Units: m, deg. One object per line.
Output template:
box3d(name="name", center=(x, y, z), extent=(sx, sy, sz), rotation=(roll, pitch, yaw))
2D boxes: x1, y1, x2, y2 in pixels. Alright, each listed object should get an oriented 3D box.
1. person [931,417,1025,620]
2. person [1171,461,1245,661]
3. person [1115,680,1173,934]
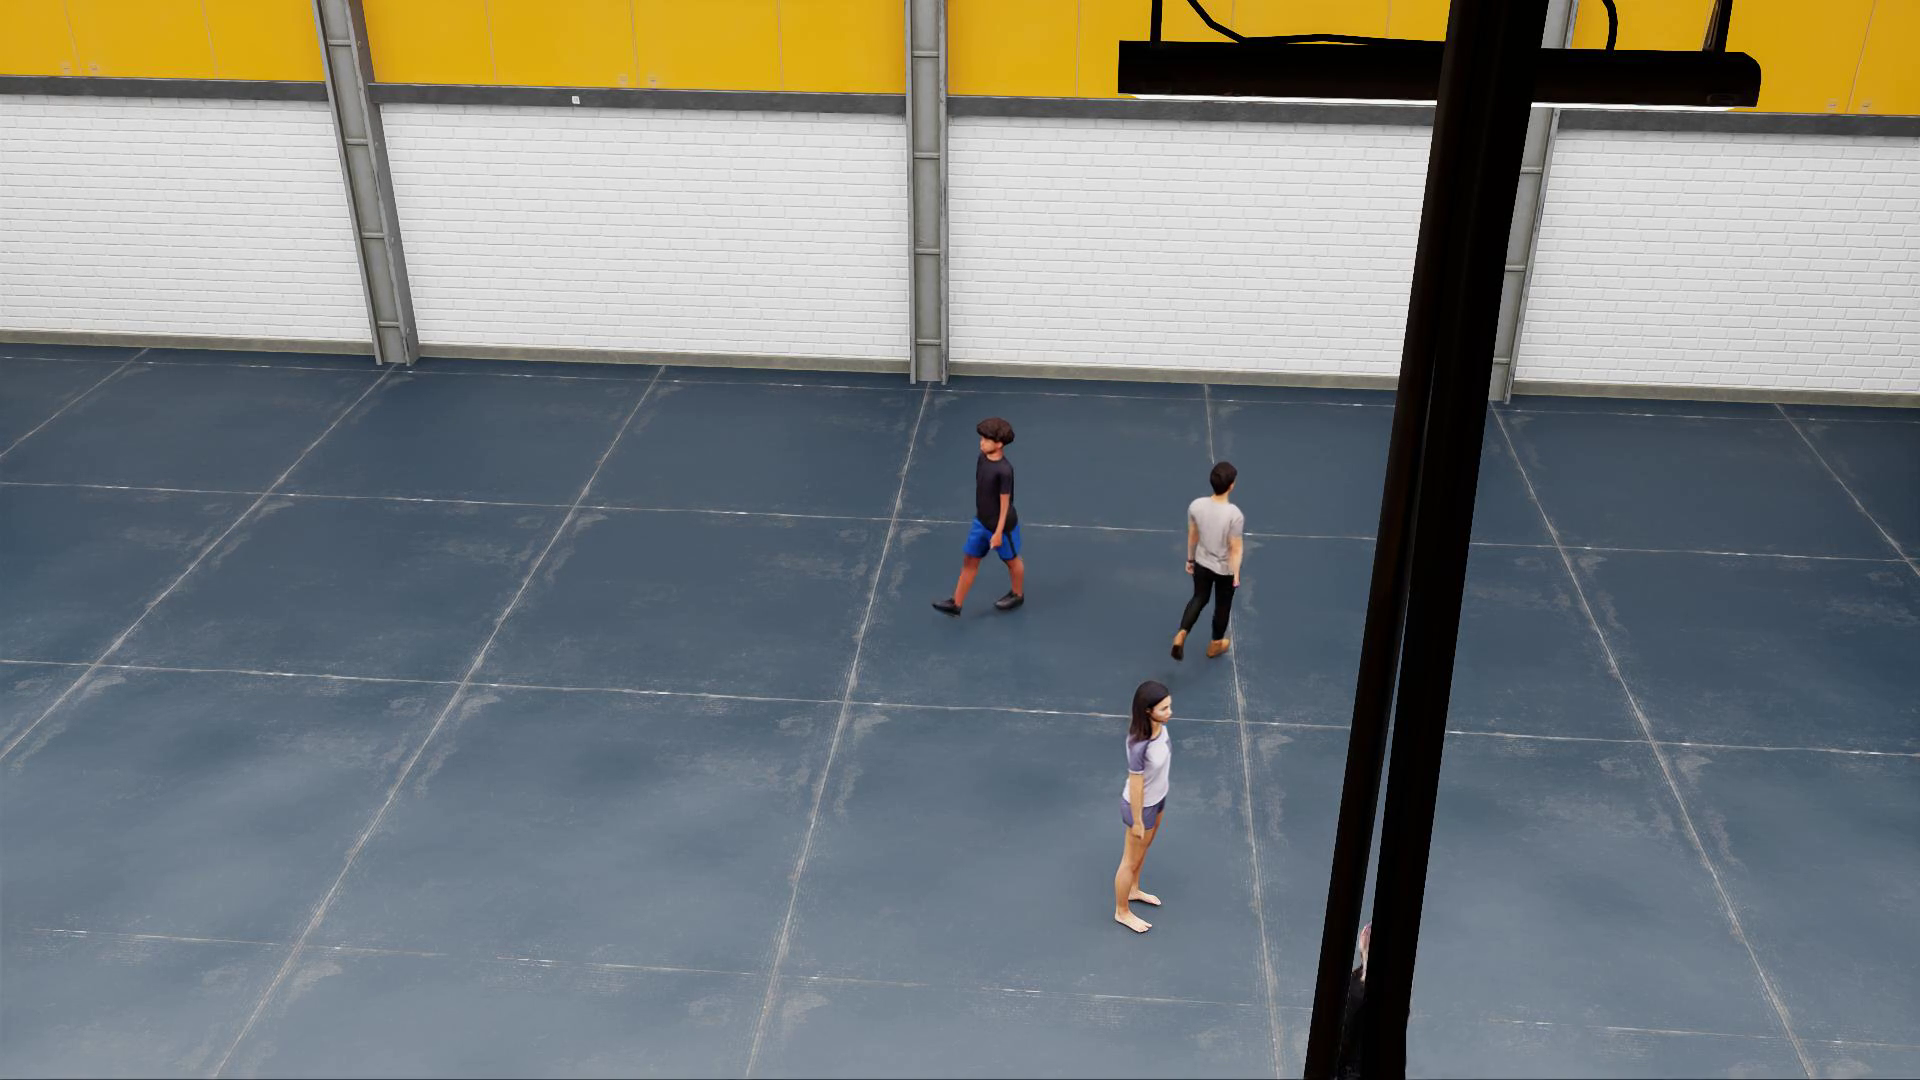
box3d(name="person", center=(0.363, -0.173, 13.457), extent=(1.168, 1.760, 1.048), rotation=(-18, 33, -29))
box3d(name="person", center=(1.918, 0.218, 12.796), extent=(0.951, 1.705, 0.939), rotation=(20, 35, 32))
box3d(name="person", center=(1.135, 1.604, 10.226), extent=(0.592, 1.733, 0.640), rotation=(12, 31, 20))
